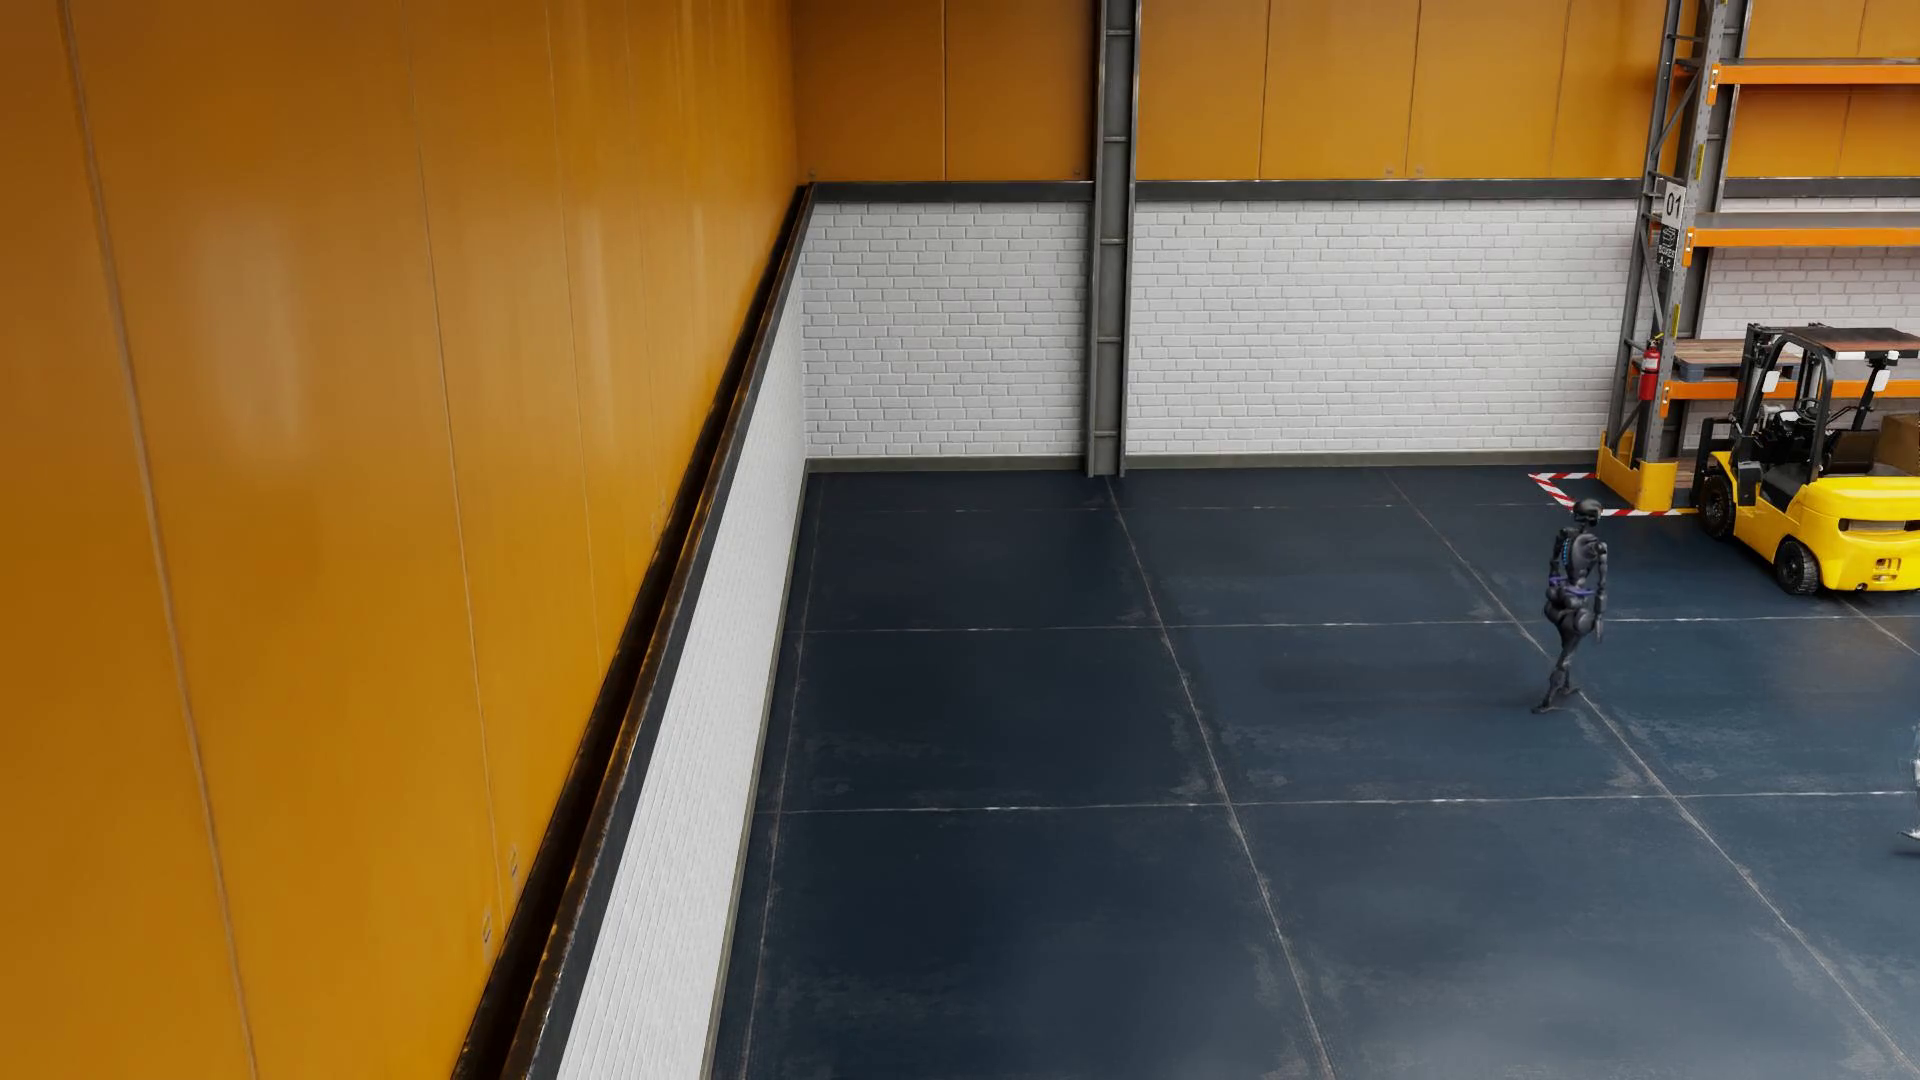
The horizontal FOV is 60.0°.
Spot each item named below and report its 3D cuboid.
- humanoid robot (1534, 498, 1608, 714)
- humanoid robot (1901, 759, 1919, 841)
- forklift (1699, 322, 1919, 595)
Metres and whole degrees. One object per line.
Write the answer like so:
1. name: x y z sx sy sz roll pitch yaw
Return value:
1. humanoid robot: 4.566 0.469 12.268 0.656 1.636 0.590 -8 22 -20
2. humanoid robot: 6.249 1.229 10.161 1.043 1.761 0.551 3 21 9
3. forklift: 7.809 -0.792 14.926 1.214 2.155 2.313 -1 20 -2
